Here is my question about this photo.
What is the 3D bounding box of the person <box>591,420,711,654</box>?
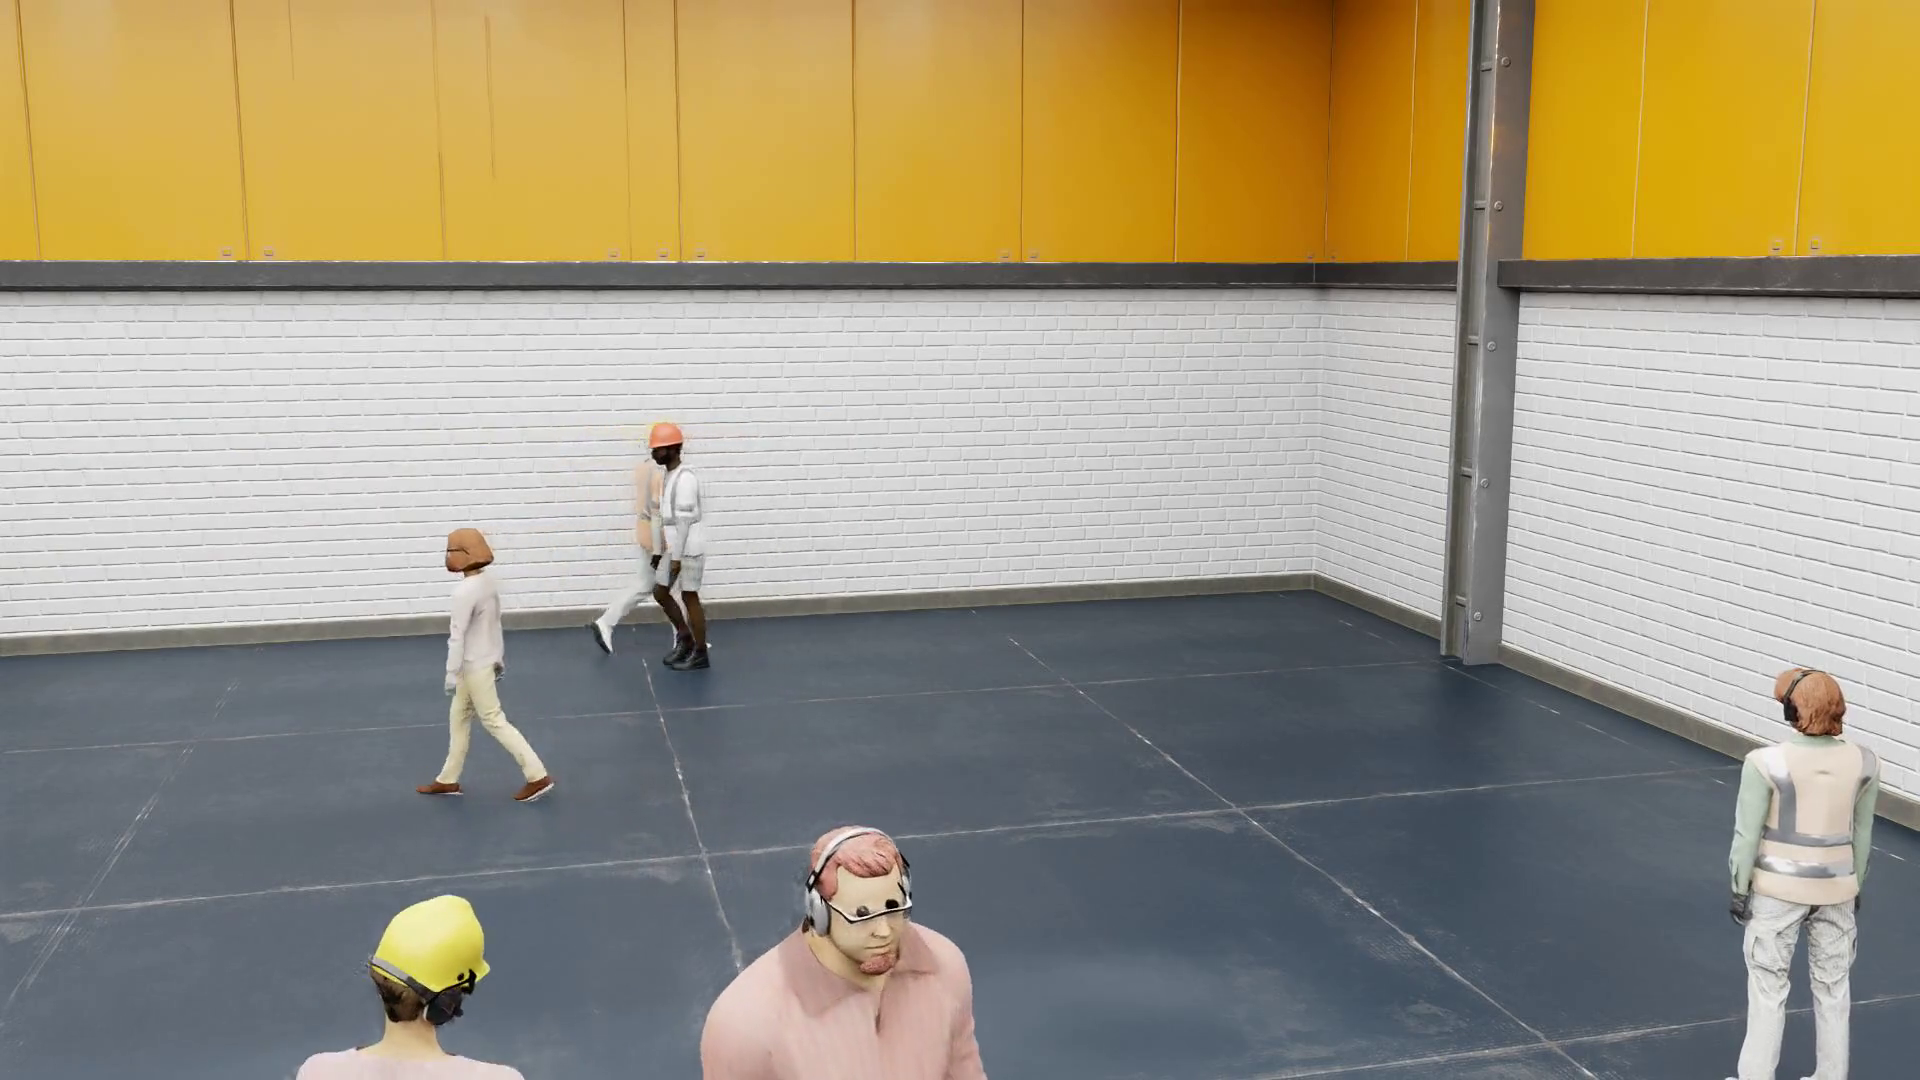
[{"bbox_3d":[-2.473,-0.013,13.191,0.880,1.895,0.593,-4,10,-23],"label":"person"}]

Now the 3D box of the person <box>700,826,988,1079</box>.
[{"bbox_3d":[-0.259,1.511,3.675,0.671,1.887,0.502,-7,11,-37],"label":"person"}]

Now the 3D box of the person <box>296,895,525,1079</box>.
[{"bbox_3d":[-1.152,1.614,3.489,0.529,1.745,0.475,1,9,9],"label":"person"}]

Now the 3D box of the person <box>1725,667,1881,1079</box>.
[{"bbox_3d":[3.022,1.269,5.982,0.511,1.632,0.313,0,9,-2],"label":"person"}]

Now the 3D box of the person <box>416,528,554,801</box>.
[{"bbox_3d":[-2.732,0.719,9.528,0.832,1.598,0.509,0,9,3],"label":"person"}]

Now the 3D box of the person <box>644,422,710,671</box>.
[{"bbox_3d":[-2.141,0.057,12.661,0.475,1.915,0.577,-5,10,-29],"label":"person"}]
